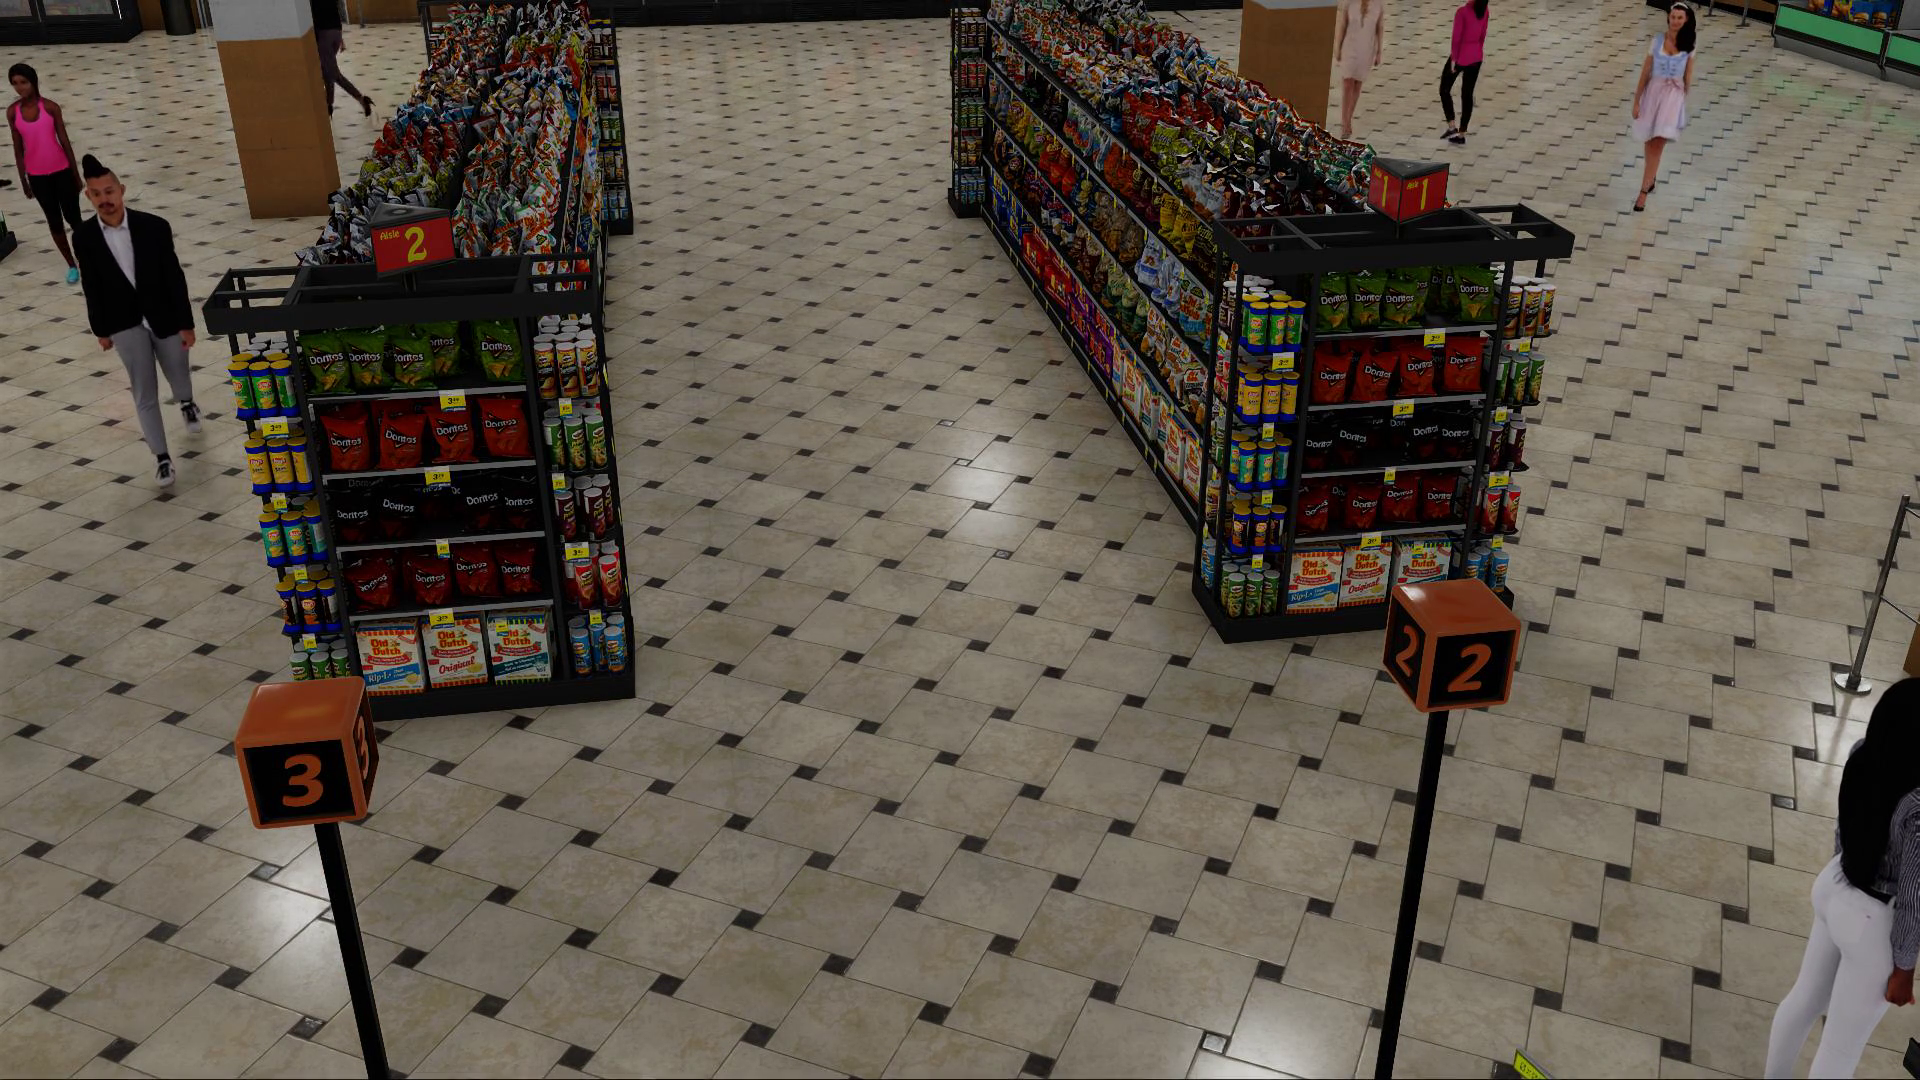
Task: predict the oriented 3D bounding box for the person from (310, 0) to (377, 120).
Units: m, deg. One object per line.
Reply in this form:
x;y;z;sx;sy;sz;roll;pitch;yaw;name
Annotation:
-6.724;-5.304;17.887;0.961;1.643;1.053;8;28;15;person

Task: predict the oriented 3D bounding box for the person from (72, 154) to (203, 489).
-4.773;-1.325;9.758;0.904;1.898;1.323;-11;29;-20;person

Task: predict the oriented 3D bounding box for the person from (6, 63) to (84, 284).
-7.098;-2.875;13.019;0.615;1.714;0.690;-8;28;-16;person

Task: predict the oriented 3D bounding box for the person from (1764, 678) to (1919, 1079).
2.728;1.168;5.035;0.699;1.724;0.533;2;27;3;person

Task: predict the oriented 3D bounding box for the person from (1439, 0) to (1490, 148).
5.201;-4.847;16.939;0.618;1.685;0.636;-8;28;-16;person

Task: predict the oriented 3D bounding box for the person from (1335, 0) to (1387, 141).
4.145;-5.073;17.361;0.774;1.707;1.030;3;27;6;person

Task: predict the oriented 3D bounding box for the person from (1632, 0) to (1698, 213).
6.299;-3.894;14.972;1.097;1.766;1.255;13;29;23;person
